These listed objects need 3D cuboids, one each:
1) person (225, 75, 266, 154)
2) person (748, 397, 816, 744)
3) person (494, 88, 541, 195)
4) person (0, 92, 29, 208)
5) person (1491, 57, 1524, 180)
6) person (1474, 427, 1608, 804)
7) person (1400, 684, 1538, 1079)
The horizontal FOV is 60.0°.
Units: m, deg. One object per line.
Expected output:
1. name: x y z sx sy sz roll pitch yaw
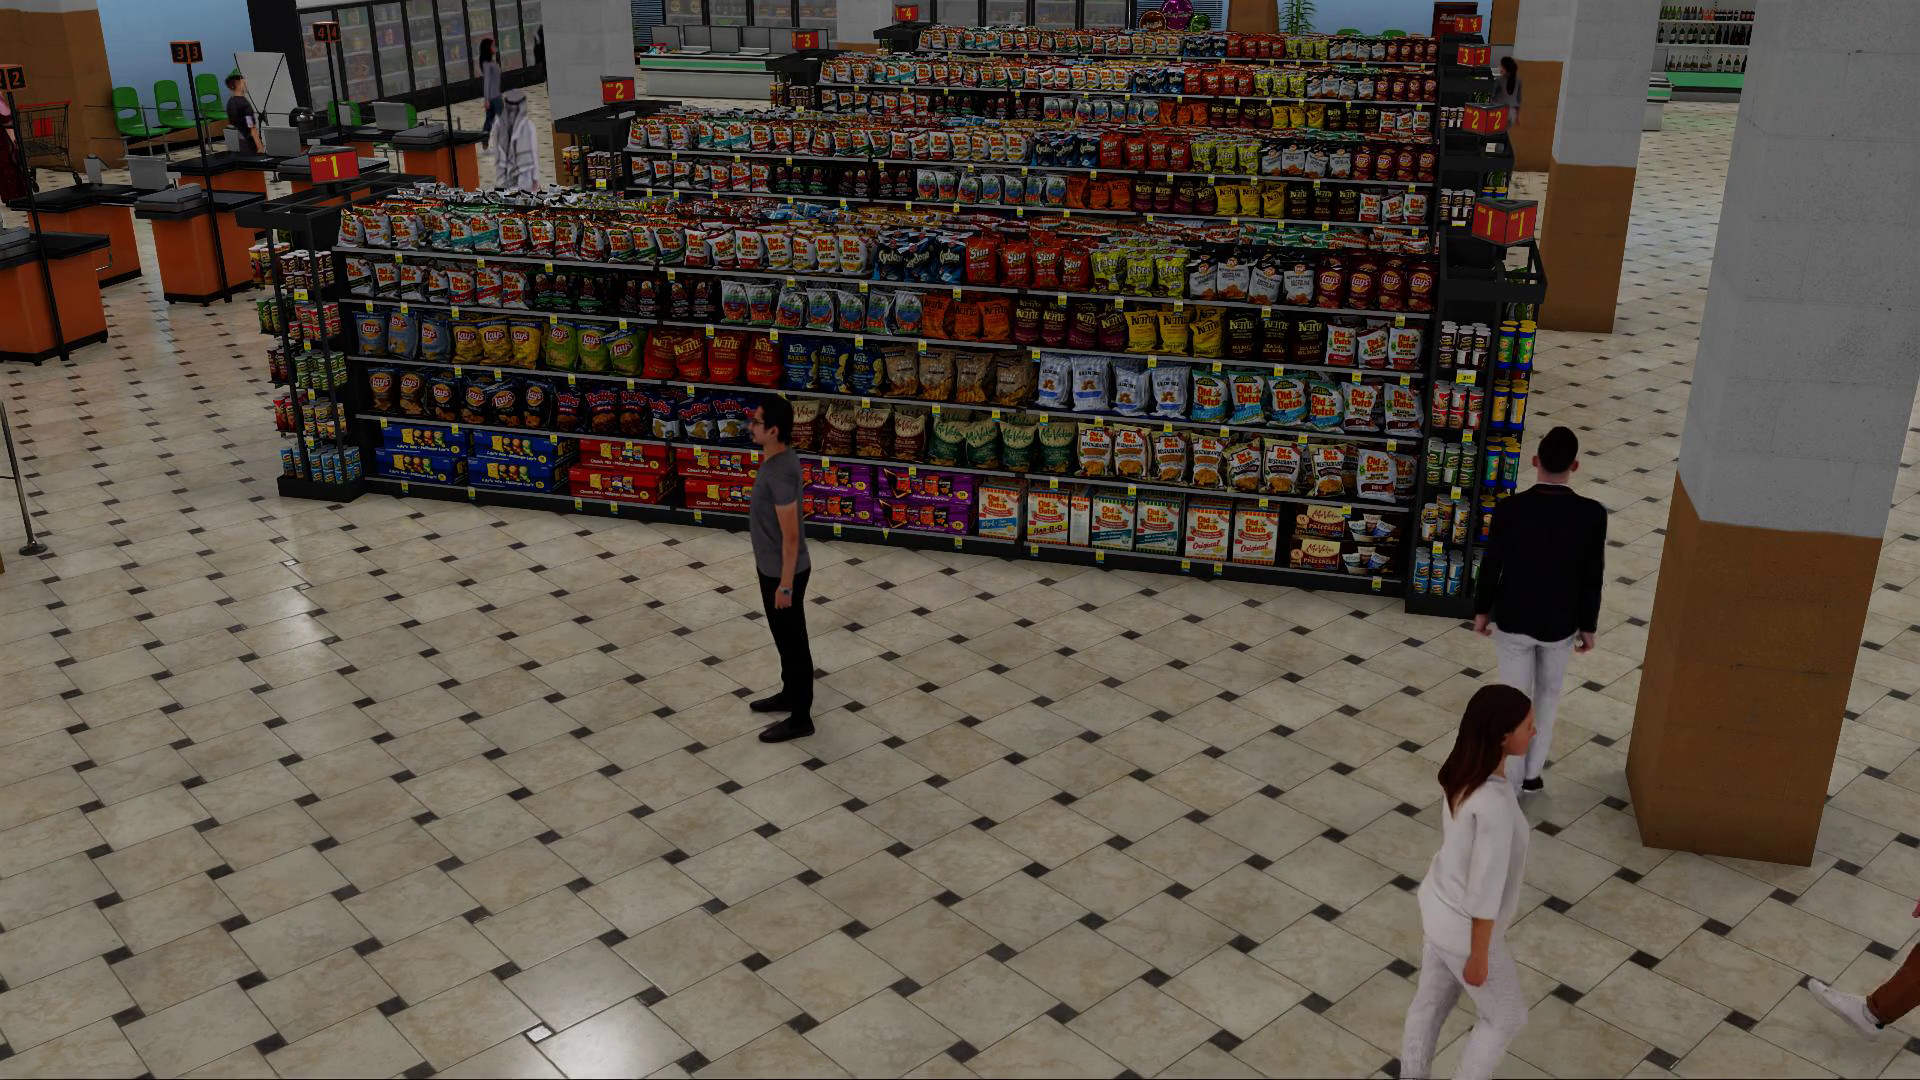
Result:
1. person: -8.801 -4.828 20.524 0.823 1.759 0.724 -15 26 -32
2. person: -0.869 0.128 8.198 0.702 1.754 0.708 -4 22 -10
3. person: -4.792 -3.846 17.910 1.280 1.885 0.960 0 22 0
4. person: -12.326 -5.120 21.414 0.634 1.638 0.785 12 25 28
5. person: 7.628 -5.866 23.270 1.108 1.639 0.993 -4 22 -11
6. person: 2.555 0.412 7.380 0.528 1.837 0.728 6 23 15
7. person: 1.604 1.249 5.507 0.719 1.679 0.708 -1 22 -3
